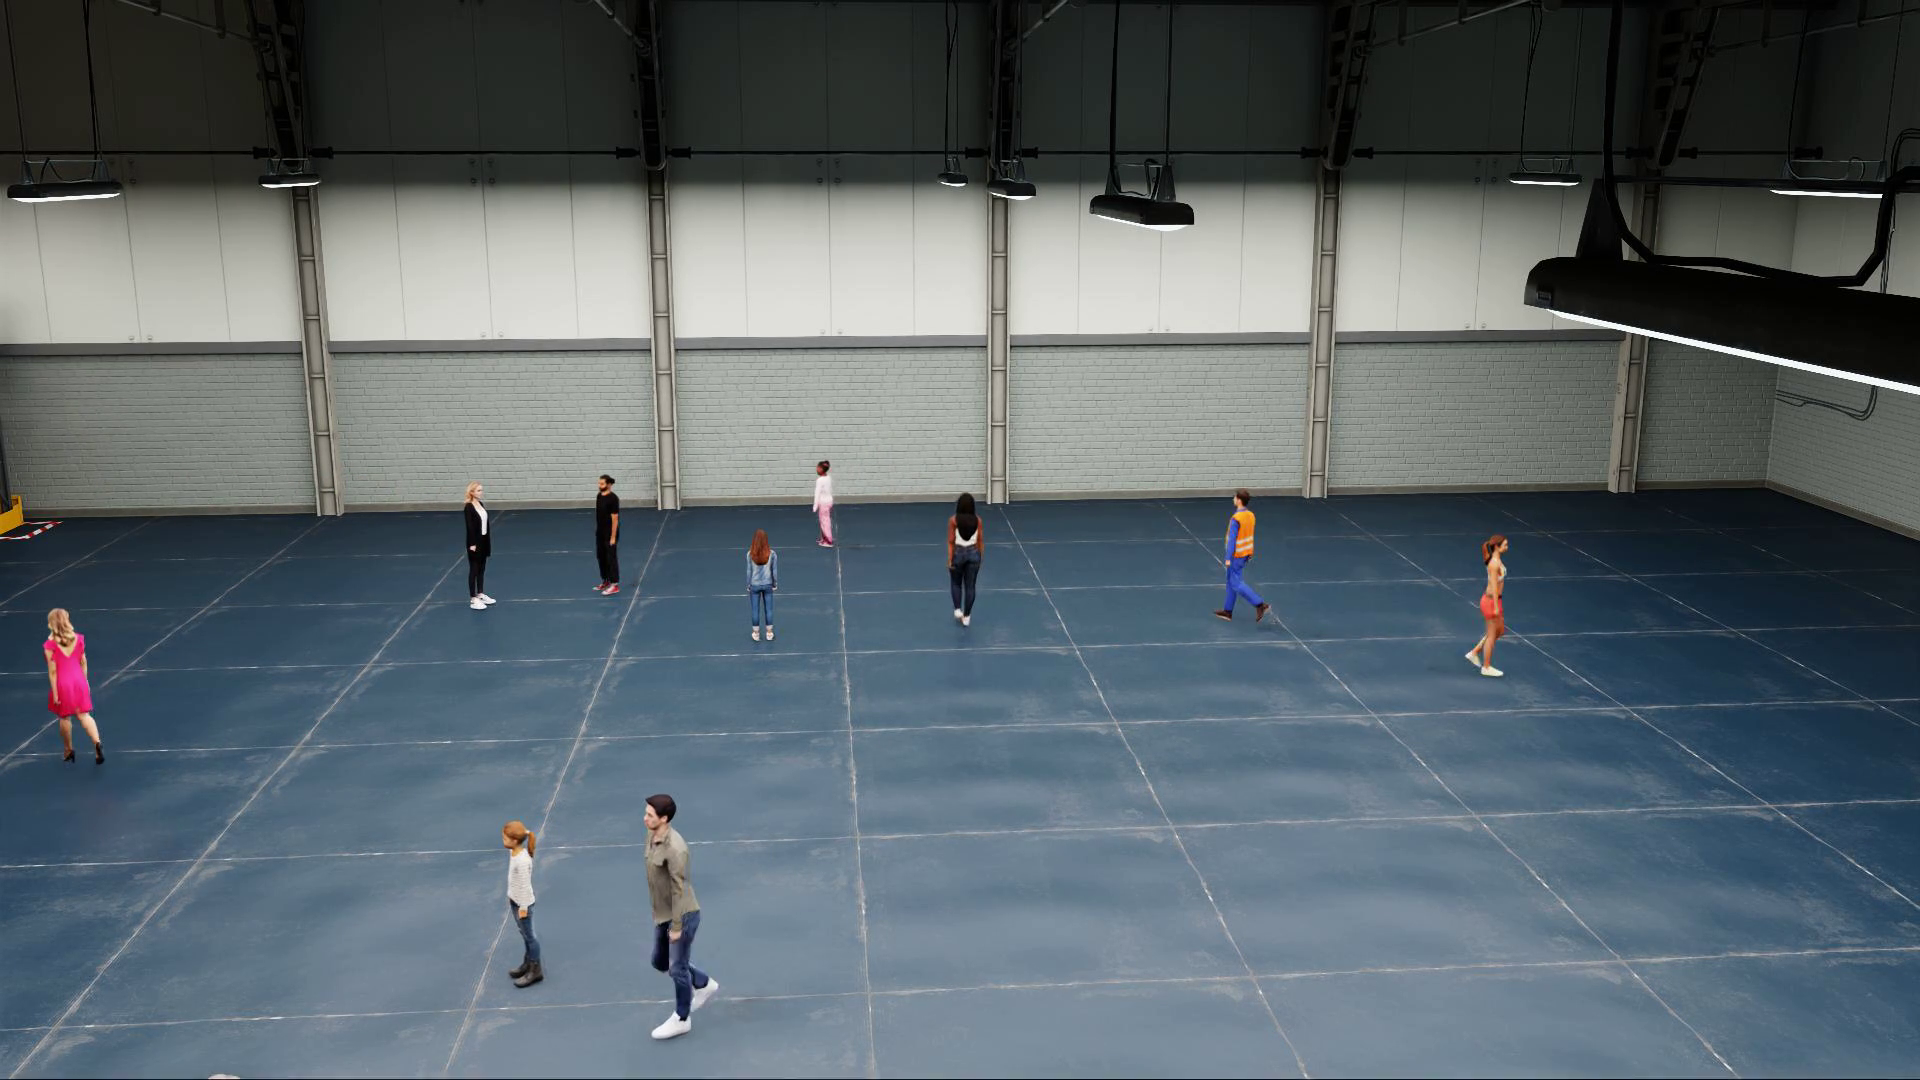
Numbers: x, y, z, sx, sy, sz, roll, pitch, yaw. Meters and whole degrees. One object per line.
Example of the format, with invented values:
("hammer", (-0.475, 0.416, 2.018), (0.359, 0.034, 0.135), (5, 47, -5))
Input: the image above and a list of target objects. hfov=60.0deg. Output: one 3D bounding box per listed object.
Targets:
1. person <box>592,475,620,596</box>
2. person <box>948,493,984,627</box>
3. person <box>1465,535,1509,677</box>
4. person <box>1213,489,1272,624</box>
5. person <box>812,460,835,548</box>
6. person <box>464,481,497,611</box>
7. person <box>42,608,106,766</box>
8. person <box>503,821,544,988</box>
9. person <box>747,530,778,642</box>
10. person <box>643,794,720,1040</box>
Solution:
("person", (-5.111, -0.101, 24.295), (0.799, 1.756, 0.757), (-12, 18, -42))
("person", (0.077, 0.287, 22.553), (0.795, 1.786, 0.726), (0, 13, -1))
("person", (6.431, 0.799, 20.361), (0.797, 1.779, 0.721), (4, 14, 16))
("person", (3.857, 0.248, 22.603), (1.224, 1.841, 1.118), (9, 16, 35))
("person", (-2.146, -0.597, 27.140), (0.726, 1.439, 0.686), (6, 14, 24))
("person", (-6.830, 0.061, 23.491), (0.624, 1.804, 0.660), (2, 13, 11))
("person", (-9.181, 1.560, 17.248), (1.066, 1.700, 0.979), (10, 16, 36))
("person", (-3.365, 2.785, 12.817), (0.542, 1.313, 0.530), (-6, 15, -26))
("person", (-2.622, 0.592, 21.927), (0.456, 1.476, 0.626), (-3, 13, -11))
("person", (-1.979, 2.686, 12.049), (0.988, 1.851, 0.917), (-9, 16, -34))
